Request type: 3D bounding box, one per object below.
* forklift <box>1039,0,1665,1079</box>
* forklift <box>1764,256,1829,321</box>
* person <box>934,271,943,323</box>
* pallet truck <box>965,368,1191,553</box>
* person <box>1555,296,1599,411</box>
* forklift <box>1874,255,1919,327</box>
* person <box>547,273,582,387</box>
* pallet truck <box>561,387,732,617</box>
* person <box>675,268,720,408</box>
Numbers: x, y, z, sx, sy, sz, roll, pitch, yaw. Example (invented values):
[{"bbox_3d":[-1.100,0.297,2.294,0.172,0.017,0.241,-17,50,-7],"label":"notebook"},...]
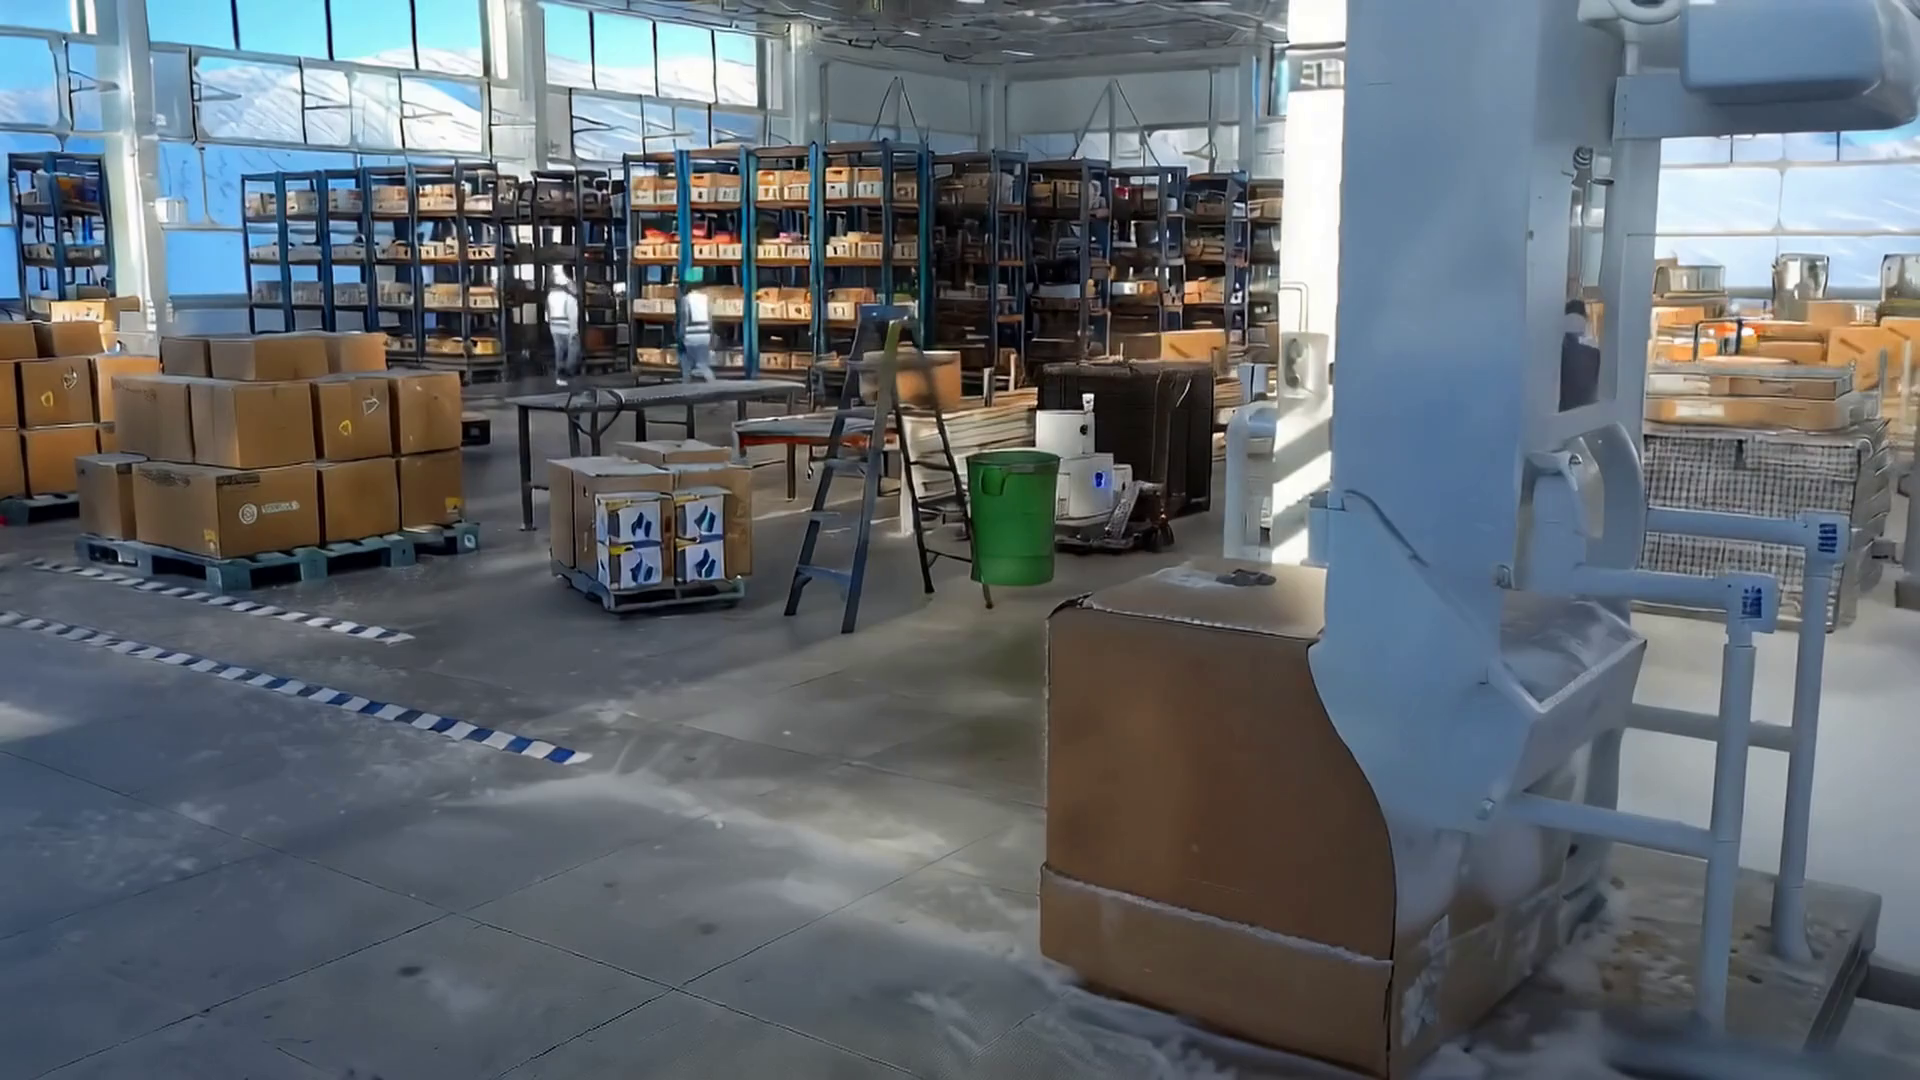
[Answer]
[{"bbox_3d":[1.249,-0.137,4.360,1.873,2.768,1.129,7,12,35],"label":"forklift"},{"bbox_3d":[20.253,-5.854,40.139,1.157,1.987,2.680,7,12,35],"label":"forklift"},{"bbox_3d":[-0.590,-4.831,35.457,0.593,1.818,0.705,9,13,44],"label":"person"},{"bbox_3d":[0.845,-0.609,11.869,1.630,1.274,0.653,7,12,35],"label":"pallet truck"},{"bbox_3d":[4.594,-0.965,12.620,0.554,1.749,0.407,4,10,22],"label":"person"},{"bbox_3d":[22.089,-5.634,38.796,1.157,1.987,2.680,6,11,33],"label":"forklift"},{"bbox_3d":[-6.352,-3.367,26.755,0.593,1.814,0.474,5,11,27],"label":"person"},{"bbox_3d":[-1.981,-0.274,10.088,0.680,1.201,1.601,-5,11,-28],"label":"pallet truck"},{"bbox_3d":[-3.590,-2.740,22.686,0.620,1.932,0.728,-8,12,-40],"label":"person"}]
